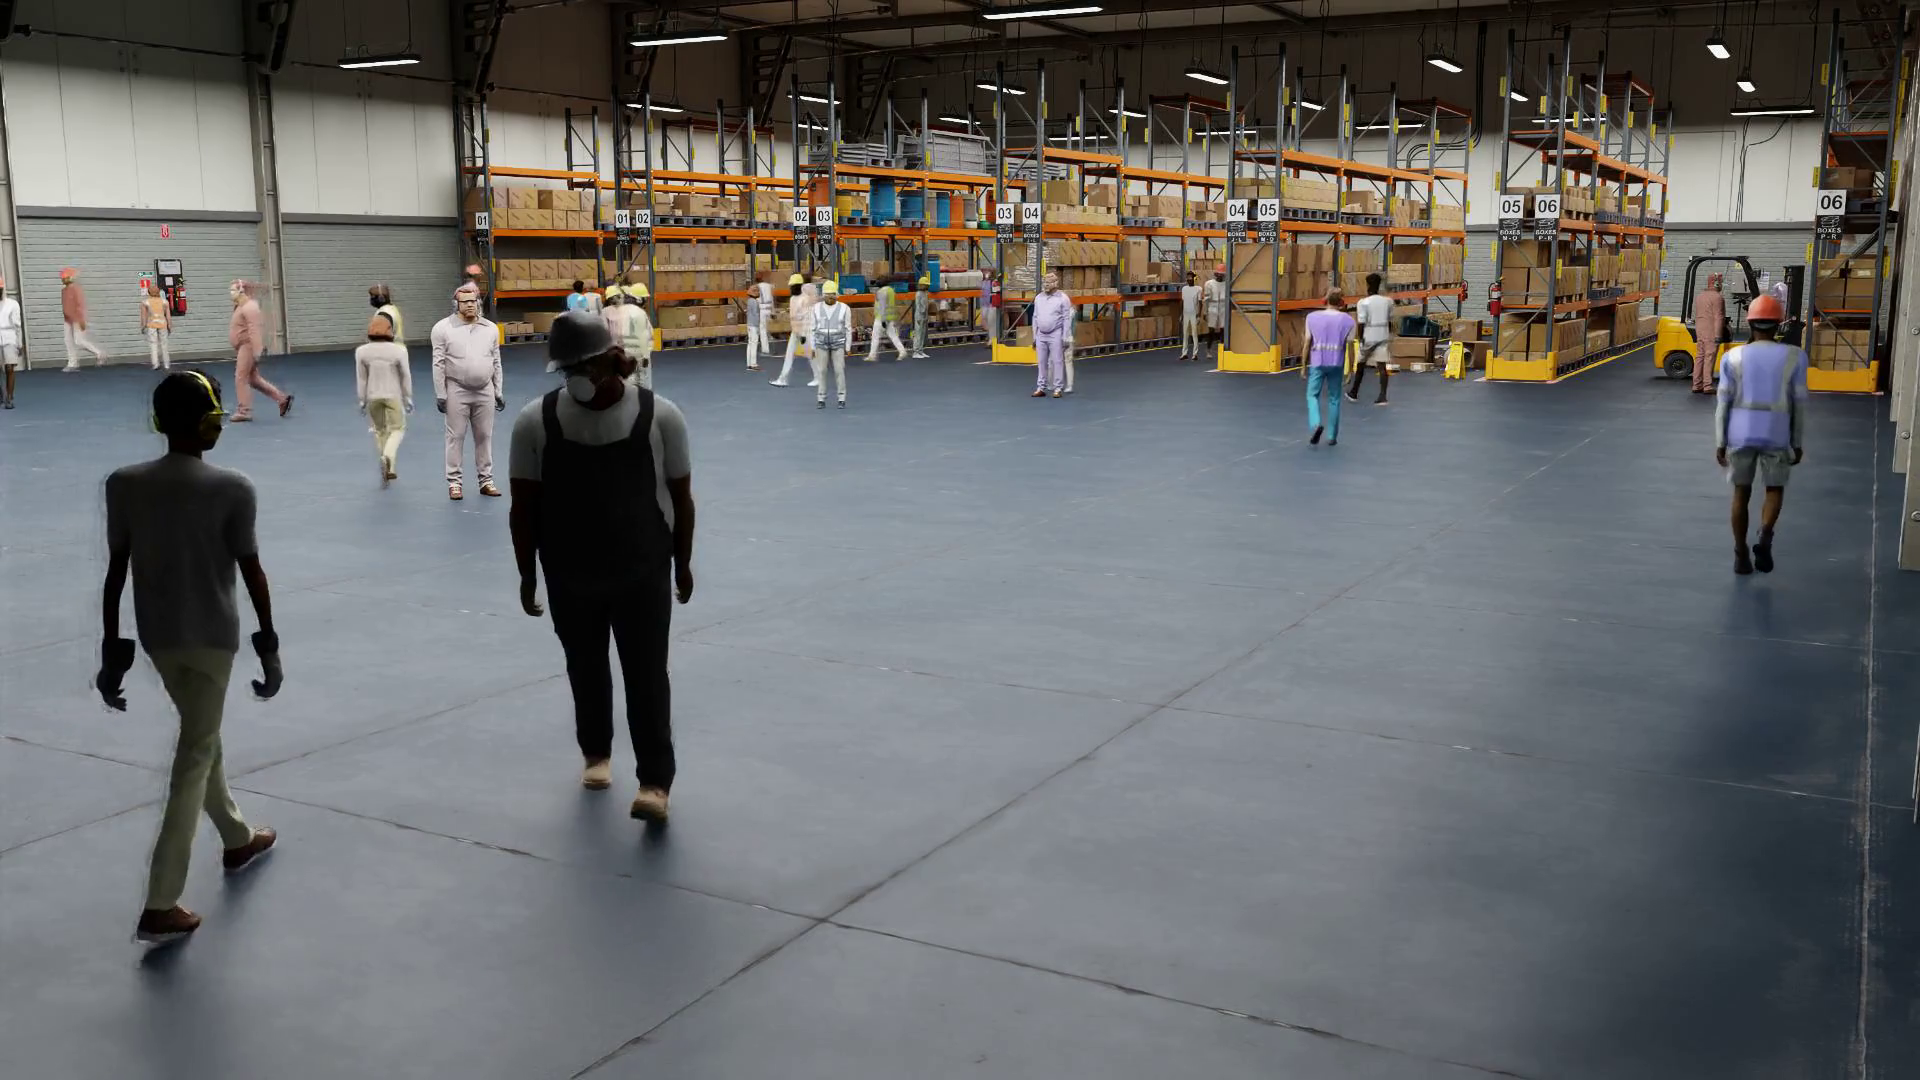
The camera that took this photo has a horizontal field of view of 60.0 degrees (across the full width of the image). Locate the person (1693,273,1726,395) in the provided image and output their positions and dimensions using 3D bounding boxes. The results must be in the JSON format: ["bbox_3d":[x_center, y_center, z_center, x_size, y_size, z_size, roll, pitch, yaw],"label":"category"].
[{"bbox_3d":[11.869,-3.254,26.285,0.399,1.909,0.642,-1,10,-5],"label":"person"}]

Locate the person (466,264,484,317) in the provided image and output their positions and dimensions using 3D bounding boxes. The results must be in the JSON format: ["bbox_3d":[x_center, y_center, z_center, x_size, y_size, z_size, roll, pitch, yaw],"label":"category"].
[{"bbox_3d":[-9.779,-4.495,33.237,0.866,2.015,0.610,-3,10,-15],"label":"person"}]

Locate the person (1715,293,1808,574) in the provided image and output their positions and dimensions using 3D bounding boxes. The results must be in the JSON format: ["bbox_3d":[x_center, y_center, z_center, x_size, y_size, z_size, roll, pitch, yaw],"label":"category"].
[{"bbox_3d":[5.405,-0.699,11.264,0.560,1.927,0.524,5,11,27],"label":"person"}]

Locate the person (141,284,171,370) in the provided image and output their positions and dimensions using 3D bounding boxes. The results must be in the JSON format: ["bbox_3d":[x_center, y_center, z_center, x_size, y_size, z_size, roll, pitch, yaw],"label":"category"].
[{"bbox_3d":[-15.388,-4.071,31.863,0.524,1.640,0.308,-8,12,-38],"label":"person"}]

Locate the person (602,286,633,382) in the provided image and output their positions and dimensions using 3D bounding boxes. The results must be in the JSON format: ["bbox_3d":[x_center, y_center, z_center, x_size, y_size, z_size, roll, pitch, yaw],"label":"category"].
[{"bbox_3d":[-5.186,-3.013,25.387,0.541,1.726,0.505,1,10,3],"label":"person"}]

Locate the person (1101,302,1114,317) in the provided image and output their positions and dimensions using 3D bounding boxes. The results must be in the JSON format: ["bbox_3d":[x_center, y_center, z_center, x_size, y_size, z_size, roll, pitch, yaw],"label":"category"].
[{"bbox_3d":[4.713,-7.443,50.949,1.006,1.855,0.613,3,10,15],"label":"person"}]

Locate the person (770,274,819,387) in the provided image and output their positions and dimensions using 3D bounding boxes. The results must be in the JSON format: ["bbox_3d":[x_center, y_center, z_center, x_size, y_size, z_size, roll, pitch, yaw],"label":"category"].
[{"bbox_3d":[-2.693,-3.475,27.668,0.980,1.871,0.604,-7,12,-36],"label":"person"}]

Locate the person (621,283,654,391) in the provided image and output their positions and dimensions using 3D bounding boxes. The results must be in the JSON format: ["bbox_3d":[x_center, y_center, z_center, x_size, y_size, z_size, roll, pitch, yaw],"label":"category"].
[{"bbox_3d":[-4.335,-2.521,22.247,0.611,1.818,0.607,-7,12,-34],"label":"person"}]

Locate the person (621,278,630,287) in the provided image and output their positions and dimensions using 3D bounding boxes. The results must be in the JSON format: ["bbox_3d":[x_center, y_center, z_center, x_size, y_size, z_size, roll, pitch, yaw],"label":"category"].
[{"bbox_3d":[-7.439,-4.962,36.780,0.519,1.736,0.835,7,12,34],"label":"person"}]

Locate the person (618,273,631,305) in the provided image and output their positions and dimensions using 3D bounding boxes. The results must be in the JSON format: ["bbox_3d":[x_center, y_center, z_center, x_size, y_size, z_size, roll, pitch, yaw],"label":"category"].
[{"bbox_3d":[-6.777,-4.514,33.885,0.530,1.826,0.625,-5,11,-27],"label":"person"}]

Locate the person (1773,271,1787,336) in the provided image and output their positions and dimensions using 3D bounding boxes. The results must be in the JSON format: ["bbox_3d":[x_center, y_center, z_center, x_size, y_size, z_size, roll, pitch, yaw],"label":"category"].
[{"bbox_3d":[18.364,-5.083,36.966,0.588,1.918,0.398,1,10,4],"label":"person"}]

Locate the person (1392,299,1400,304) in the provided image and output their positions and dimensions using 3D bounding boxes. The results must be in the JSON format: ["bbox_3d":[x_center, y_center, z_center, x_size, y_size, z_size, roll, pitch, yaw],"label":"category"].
[{"bbox_3d":[12.243,-6.714,46.605,0.439,1.895,0.605,3,10,19],"label":"person"}]

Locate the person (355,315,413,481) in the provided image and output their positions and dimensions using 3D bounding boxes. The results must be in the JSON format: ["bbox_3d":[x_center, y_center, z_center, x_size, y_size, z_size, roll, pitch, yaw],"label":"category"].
[{"bbox_3d":[-5.516,-1.342,15.915,0.512,1.615,0.582,-1,10,-3],"label":"person"}]

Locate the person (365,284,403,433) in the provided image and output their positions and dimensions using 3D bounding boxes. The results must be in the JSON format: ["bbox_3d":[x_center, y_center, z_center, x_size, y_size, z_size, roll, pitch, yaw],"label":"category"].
[{"bbox_3d":[-7.055,-2.204,20.359,0.461,1.840,0.637,-2,10,-9],"label":"person"}]

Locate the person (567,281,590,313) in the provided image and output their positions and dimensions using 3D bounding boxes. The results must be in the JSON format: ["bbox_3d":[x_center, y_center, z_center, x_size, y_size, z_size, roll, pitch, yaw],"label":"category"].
[{"bbox_3d":[-7.984,-4.642,35.130,0.553,1.648,0.858,7,12,35],"label":"person"}]

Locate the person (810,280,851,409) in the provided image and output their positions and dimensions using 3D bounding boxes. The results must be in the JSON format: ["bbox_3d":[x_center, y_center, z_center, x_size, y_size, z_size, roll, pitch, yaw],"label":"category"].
[{"bbox_3d":[-1.851,-2.786,23.766,0.592,1.833,0.404,1,10,3],"label":"person"}]

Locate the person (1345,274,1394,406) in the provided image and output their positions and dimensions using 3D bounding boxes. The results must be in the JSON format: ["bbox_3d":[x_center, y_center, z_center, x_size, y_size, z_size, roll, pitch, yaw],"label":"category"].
[{"bbox_3d":[6.063,-2.955,24.498,0.612,1.909,1.007,-2,10,-10],"label":"person"}]

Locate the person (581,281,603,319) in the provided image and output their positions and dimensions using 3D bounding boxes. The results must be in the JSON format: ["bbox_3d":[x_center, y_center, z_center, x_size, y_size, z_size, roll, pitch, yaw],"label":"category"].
[{"bbox_3d":[-7.913,-4.728,35.693,0.522,1.638,0.310,-3,10,-16],"label":"person"}]

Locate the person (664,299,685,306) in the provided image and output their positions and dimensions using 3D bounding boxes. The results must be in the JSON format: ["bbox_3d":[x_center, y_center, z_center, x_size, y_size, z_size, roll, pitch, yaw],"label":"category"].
[{"bbox_3d":[-7.537,-6.171,43.926,0.528,1.719,0.921,5,11,28],"label":"person"}]

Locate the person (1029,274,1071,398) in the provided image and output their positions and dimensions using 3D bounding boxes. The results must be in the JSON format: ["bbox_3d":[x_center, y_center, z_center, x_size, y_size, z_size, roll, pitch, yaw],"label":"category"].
[{"bbox_3d":[1.401,-3.132,25.614,0.707,1.900,0.394,6,12,33],"label":"person"}]

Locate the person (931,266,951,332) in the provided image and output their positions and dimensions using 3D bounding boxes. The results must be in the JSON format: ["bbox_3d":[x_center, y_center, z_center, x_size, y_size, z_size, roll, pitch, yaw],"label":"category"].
[{"bbox_3d":[-0.530,-6.957,48.021,0.558,1.900,0.985,4,10,21],"label":"person"}]

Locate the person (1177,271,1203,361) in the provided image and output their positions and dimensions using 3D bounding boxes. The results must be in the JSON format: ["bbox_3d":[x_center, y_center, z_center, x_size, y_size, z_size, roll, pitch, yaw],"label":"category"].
[{"bbox_3d":[4.805,-4.680,34.738,0.510,1.872,0.328,7,12,35],"label":"person"}]

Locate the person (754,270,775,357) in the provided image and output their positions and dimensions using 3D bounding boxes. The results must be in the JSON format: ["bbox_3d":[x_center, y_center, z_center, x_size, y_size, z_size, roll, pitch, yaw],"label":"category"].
[{"bbox_3d":[-4.354,-4.919,36.141,0.644,1.864,0.603,7,12,34],"label":"person"}]

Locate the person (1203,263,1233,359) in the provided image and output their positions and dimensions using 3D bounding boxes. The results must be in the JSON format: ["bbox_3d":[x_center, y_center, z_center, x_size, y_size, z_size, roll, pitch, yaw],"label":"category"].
[{"bbox_3d":[5.457,-4.828,35.173,0.632,2.029,0.436,0,10,-1],"label":"person"}]

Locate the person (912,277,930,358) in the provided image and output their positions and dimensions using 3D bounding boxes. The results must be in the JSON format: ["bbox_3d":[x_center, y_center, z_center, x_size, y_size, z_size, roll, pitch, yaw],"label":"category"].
[{"bbox_3d":[-0.806,-4.756,35.604,0.377,1.732,0.494,3,10,19],"label":"person"}]

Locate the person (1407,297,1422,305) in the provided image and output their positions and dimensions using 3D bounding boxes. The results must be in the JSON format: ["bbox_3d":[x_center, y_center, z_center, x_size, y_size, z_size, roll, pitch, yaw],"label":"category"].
[{"bbox_3d":[12.685,-6.642,46.325,0.652,1.844,0.594,-8,13,-40],"label":"person"}]

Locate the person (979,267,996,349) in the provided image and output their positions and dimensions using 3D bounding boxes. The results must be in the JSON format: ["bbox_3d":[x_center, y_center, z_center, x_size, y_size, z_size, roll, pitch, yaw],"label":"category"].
[{"bbox_3d":[0.700,-5.432,38.961,0.443,1.929,0.649,-9,13,-44],"label":"person"}]

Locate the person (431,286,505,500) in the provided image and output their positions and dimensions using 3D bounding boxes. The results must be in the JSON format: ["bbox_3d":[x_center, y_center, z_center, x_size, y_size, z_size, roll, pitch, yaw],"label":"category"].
[{"bbox_3d":[-4.405,-1.322,14.969,0.639,1.911,0.406,-7,12,-36],"label":"person"}]

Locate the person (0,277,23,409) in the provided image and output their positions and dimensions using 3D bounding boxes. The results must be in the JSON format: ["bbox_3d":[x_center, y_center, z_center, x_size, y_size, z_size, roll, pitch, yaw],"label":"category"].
[{"bbox_3d":[-13.651,-2.814,23.682,0.541,1.923,0.392,-6,11,-30],"label":"person"}]

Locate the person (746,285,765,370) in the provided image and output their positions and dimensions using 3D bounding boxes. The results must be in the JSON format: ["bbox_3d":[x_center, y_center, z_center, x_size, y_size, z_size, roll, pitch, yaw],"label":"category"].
[{"bbox_3d":[-3.930,-4.056,31.773,0.280,1.632,0.501,-4,11,-24],"label":"person"}]

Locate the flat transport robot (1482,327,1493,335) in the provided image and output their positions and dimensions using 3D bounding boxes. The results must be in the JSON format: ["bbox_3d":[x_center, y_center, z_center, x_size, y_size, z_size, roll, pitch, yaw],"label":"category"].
[{"bbox_3d":[14.204,-5.784,45.880,0.652,0.197,1.431,-3,10,-17],"label":"flat transport robot"}]

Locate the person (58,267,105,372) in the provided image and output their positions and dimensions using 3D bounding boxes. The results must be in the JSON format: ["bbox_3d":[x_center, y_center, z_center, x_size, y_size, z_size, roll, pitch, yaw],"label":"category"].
[{"bbox_3d":[-16.706,-4.173,31.503,0.609,1.974,0.723,6,11,29],"label":"person"}]

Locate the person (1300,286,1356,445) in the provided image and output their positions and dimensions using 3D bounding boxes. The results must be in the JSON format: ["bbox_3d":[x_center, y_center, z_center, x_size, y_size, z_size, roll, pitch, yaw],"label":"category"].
[{"bbox_3d":[4.202,-1.976,19.011,0.623,1.829,0.601,2,10,9],"label":"person"}]

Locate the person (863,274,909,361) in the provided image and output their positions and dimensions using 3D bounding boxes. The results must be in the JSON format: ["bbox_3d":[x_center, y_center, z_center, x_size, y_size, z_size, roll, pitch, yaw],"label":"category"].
[{"bbox_3d":[-1.522,-4.607,34.520,0.925,1.805,0.623,4,11,24],"label":"person"}]

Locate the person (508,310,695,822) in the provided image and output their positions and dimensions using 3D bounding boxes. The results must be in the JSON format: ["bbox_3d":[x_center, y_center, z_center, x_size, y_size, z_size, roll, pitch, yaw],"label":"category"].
[{"bbox_3d":[-1.397,0.061,6.482,0.699,2.000,1.019,-1,10,-5],"label":"person"}]

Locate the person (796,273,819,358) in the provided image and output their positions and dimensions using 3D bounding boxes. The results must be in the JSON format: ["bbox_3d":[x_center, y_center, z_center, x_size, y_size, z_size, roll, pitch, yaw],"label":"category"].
[{"bbox_3d":[-3.379,-4.814,35.693,0.791,1.814,0.631,5,11,29],"label":"person"}]

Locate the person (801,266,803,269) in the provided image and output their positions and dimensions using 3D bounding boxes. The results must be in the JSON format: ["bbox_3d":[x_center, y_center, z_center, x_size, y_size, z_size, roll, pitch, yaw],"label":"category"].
[{"bbox_3d":[-4.880,-7.474,51.052,0.337,1.882,0.583,-5,11,-27],"label":"person"}]

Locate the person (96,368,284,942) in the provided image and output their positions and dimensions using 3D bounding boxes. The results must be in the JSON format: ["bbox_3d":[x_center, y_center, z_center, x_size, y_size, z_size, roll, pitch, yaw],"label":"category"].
[{"bbox_3d":[-2.545,0.346,5.507,0.532,1.813,1.004,1,10,5],"label":"person"}]

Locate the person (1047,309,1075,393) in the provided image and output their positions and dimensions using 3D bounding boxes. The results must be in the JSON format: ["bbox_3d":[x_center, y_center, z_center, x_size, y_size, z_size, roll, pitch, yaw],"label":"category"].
[{"bbox_3d":[1.597,-3.156,26.614,0.536,1.589,0.869,-4,11,-23],"label":"person"}]

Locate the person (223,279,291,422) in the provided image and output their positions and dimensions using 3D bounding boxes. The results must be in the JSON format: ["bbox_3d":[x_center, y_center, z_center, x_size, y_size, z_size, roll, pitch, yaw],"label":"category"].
[{"bbox_3d":[-9.348,-2.507,22.004,0.799,1.882,0.650,-6,11,-30],"label":"person"}]
